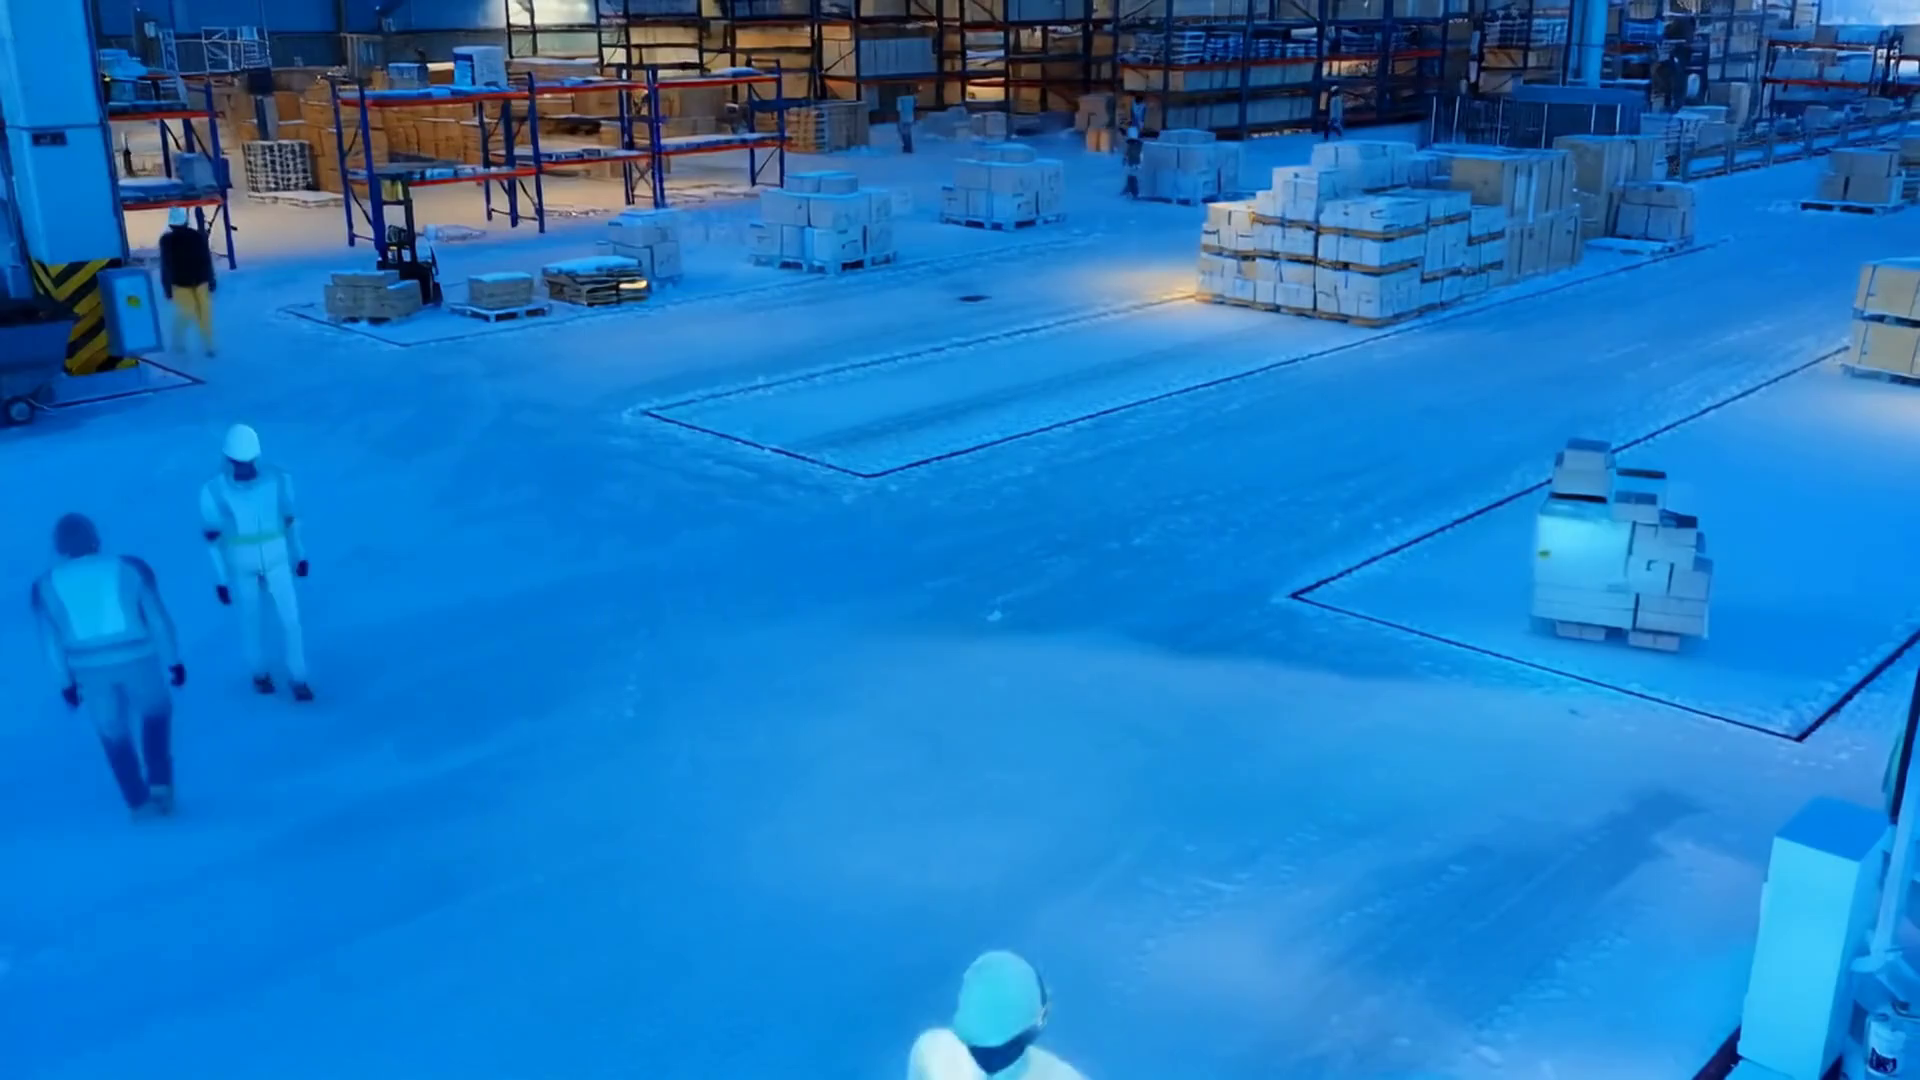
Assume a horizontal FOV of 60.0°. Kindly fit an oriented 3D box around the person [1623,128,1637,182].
[{"bbox_3d":[13.015,-7.170,32.899,0.640,1.920,0.833,-9,21,-26],"label":"person"}]

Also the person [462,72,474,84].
[{"bbox_3d":[-15.652,-13.893,53.034,0.391,1.988,0.611,17,25,42],"label":"person"}]

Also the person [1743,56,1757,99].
[{"bbox_3d":[33.513,-19.577,70.433,0.608,1.809,0.532,-13,22,-34],"label":"person"}]

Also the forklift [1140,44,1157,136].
[{"bbox_3d":[6.012,-14.506,53.486,1.129,2.768,1.873,17,25,41],"label":"forklift"}]

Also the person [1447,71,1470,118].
[{"bbox_3d":[18.252,-16.275,60.710,0.784,1.670,0.537,6,19,17],"label":"person"}]

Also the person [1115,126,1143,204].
[{"bbox_3d":[3.703,-8.213,36.415,0.881,1.647,0.546,17,25,41],"label":"person"}]

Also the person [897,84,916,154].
[{"bbox_3d":[-1.539,-12.001,47.390,0.628,1.945,0.425,-9,20,-24],"label":"person"}]

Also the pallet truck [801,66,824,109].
[{"bbox_3d":[-4.812,-15.182,56.903,0.823,1.965,1.885,-9,21,-26],"label":"pallet truck"}]

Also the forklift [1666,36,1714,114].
[{"bbox_3d":[27.341,-17.291,61.877,1.129,2.768,1.873,17,25,41],"label":"forklift"}]

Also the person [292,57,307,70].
[{"bbox_3d":[-26.080,-18.099,65.788,0.372,1.936,0.627,17,25,42],"label":"person"}]

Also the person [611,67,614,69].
[{"bbox_3d":[-15.452,-20.724,74.218,0.380,1.613,0.556,3,19,8],"label":"person"}]

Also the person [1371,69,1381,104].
[{"bbox_3d":[15.434,-16.471,61.278,0.564,1.679,0.545,-5,19,-14],"label":"person"}]

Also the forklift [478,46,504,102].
[{"bbox_3d":[-14.397,-13.832,51.456,1.129,2.768,1.873,17,25,41],"label":"forklift"}]

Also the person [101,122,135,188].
[{"bbox_3d":[-19.373,-8.915,38.241,0.848,1.887,0.650,12,22,31],"label":"person"}]

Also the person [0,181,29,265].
[{"bbox_3d":[-13.937,-4.334,24.430,0.328,1.865,0.519,17,25,42],"label":"person"}]

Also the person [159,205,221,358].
[{"bbox_3d":[-9.818,-3.282,21.105,0.614,1.962,0.643,11,21,31],"label":"person"}]

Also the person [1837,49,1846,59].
[{"bbox_3d":[42.253,-22.866,80.262,0.660,1.869,0.906,0,18,-1],"label":"person"}]

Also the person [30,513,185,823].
[{"bbox_3d":[-4.694,0.732,9.248,0.698,1.812,0.454,-7,20,-21],"label":"person"}]

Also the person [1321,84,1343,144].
[{"bbox_3d":[10.694,-12.122,47.840,0.973,1.885,0.562,-6,19,-18],"label":"person"}]

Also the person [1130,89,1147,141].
[{"bbox_3d":[4.926,-11.391,45.635,0.541,1.903,0.594,-9,20,-25],"label":"person"}]

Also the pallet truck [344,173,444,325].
[{"bbox_3d":[-8.209,-4.181,23.757,0.823,1.965,1.885,3,19,9],"label":"pallet truck"}]

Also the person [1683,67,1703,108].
[{"bbox_3d":[25.903,-15.709,58.661,1.010,1.878,0.593,-8,20,-23],"label":"person"}]

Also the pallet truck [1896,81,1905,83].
[{"bbox_3d":[34.802,-16.331,61.455,0.653,1.274,1.630,17,25,41],"label":"pallet truck"}]

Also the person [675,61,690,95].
[{"bbox_3d":[-10.576,-17.394,63.773,0.655,1.877,0.891,8,20,23],"label":"person"}]

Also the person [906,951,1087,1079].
[{"bbox_3d":[0.088,2.074,5.008,0.628,1.947,1.020,11,21,31],"label":"person"}]

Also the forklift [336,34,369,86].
[{"bbox_3d":[-23.499,-18.286,64.874,1.129,2.768,1.873,17,25,41],"label":"forklift"}]

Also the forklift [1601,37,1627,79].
[{"bbox_3d":[24.023,-17.185,61.558,1.129,2.768,1.873,17,25,41],"label":"forklift"}]

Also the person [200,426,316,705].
[{"bbox_3d":[-4.524,0.172,10.805,0.635,1.888,0.828,-14,23,-37],"label":"person"}]
